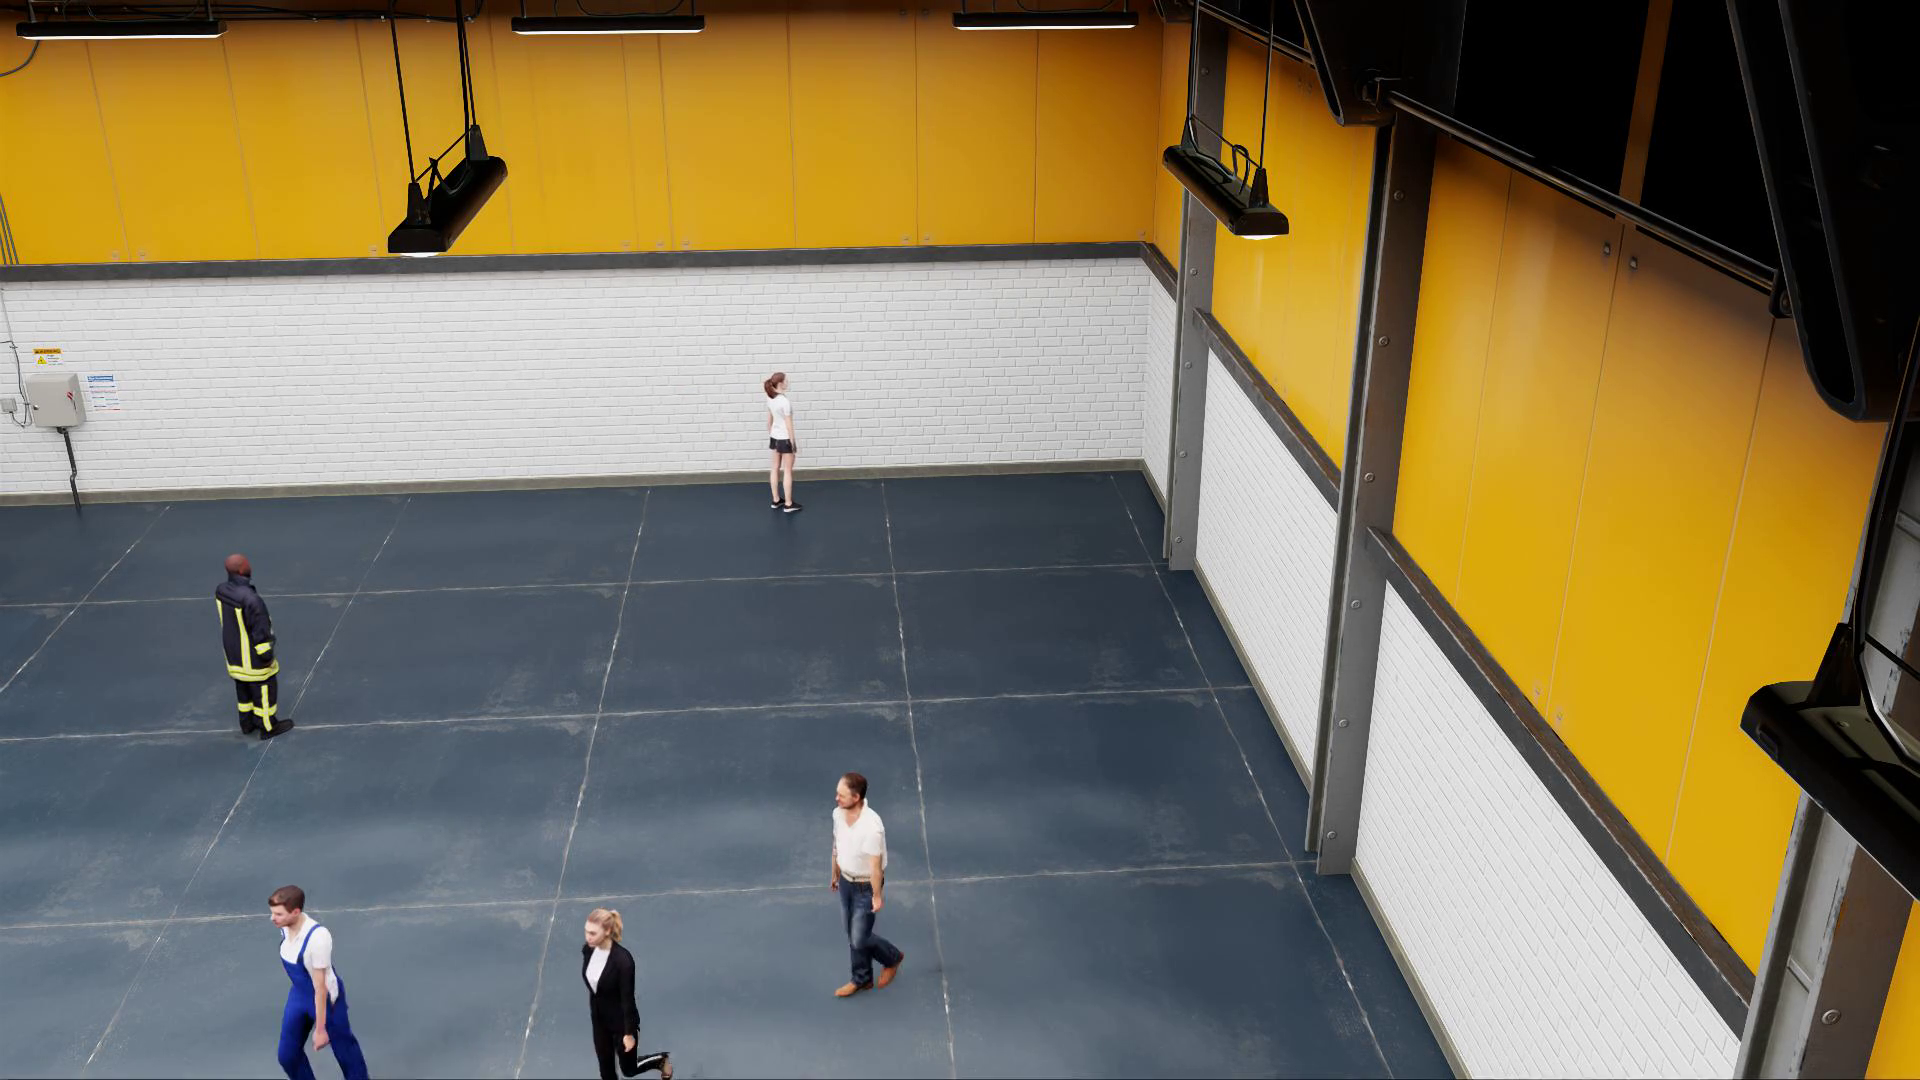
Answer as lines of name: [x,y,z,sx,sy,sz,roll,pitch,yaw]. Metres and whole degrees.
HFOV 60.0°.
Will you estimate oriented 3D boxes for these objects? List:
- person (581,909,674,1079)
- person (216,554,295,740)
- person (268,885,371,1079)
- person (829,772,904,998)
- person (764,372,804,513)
person: [-2.159,3.077,10.735,0.894,1.685,0.996,14,27,29]
person: [-6.581,0.968,15.389,0.857,1.821,0.895,15,28,30]
person: [-4.085,2.964,10.812,0.880,1.830,0.957,14,27,29]
person: [-0.632,2.450,11.969,0.926,1.845,0.871,-16,28,-33]
person: [-2.197,-1.211,20.463,0.636,1.749,0.698,19,30,37]
